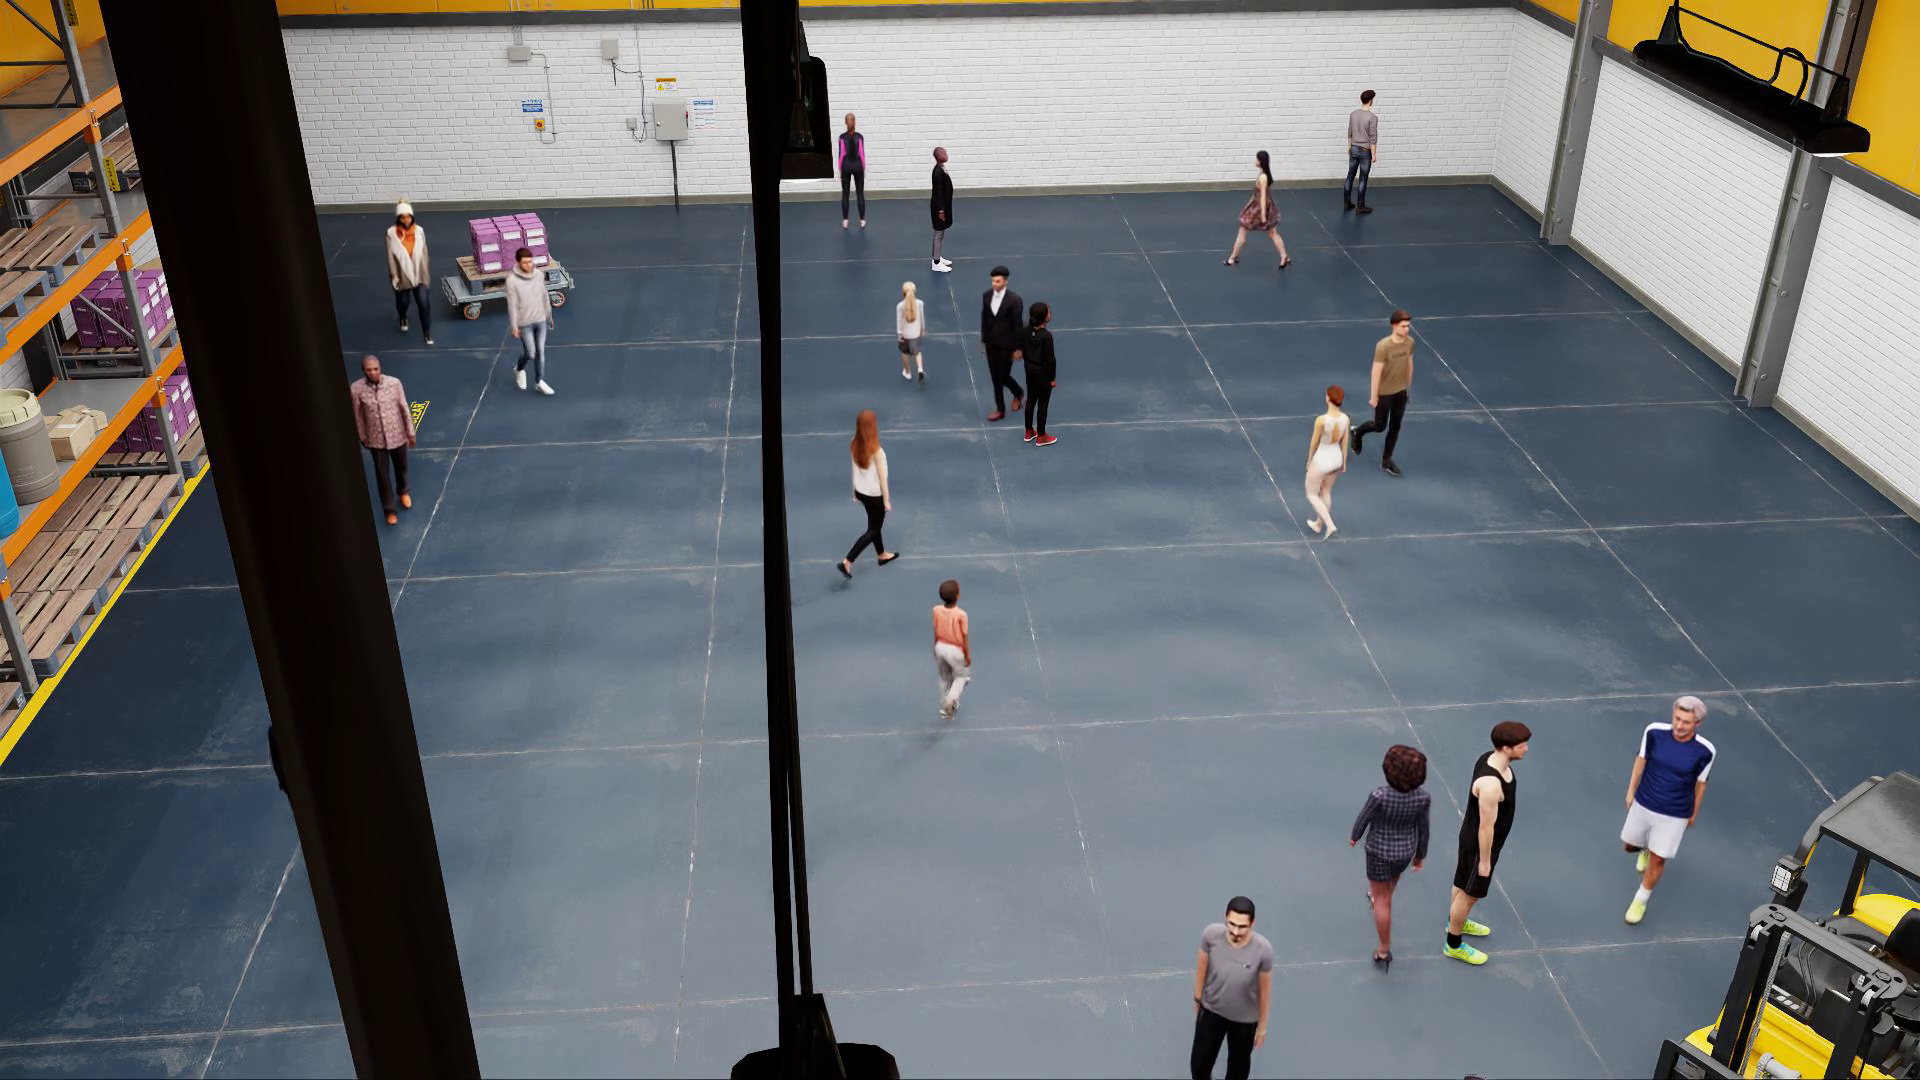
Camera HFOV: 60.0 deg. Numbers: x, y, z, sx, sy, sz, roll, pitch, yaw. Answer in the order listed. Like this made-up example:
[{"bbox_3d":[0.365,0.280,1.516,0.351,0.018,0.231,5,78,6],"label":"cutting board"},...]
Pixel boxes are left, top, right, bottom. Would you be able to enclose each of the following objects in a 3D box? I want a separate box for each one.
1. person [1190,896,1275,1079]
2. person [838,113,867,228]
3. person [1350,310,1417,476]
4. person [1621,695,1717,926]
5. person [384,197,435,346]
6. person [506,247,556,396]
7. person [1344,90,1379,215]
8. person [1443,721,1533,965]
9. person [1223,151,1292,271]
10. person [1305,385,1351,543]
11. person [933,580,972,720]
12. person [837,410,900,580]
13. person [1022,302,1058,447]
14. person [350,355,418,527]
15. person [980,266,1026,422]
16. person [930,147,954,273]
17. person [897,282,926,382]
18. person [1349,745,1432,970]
[{"bbox_3d":[1.642,2.776,9.998,0.707,1.744,0.733,8,30,15],"label":"person"},{"bbox_3d":[-1.656,-5.667,25.473,0.557,1.747,0.536,-2,29,-4],"label":"person"},{"bbox_3d":[4.594,-1.629,17.977,0.886,1.836,1.066,-14,32,-24],"label":"person"},{"bbox_3d":[4.950,1.818,11.669,0.972,1.825,1.049,19,34,31],"label":"person"},{"bbox_3d":[-7.072,-3.450,21.282,0.974,1.869,1.178,-16,32,-27],"label":"person"},{"bbox_3d":[-5.158,-2.632,19.812,0.970,1.841,0.907,24,36,36],"label":"person"},{"bbox_3d":[6.291,-6.096,26.095,0.833,1.904,0.739,-23,36,-36],"label":"person"},{"bbox_3d":[3.528,2.014,11.245,0.801,1.888,0.649,9,30,17],"label":"person"},{"bbox_3d":[4.362,-4.608,23.558,1.071,1.722,1.218,11,30,19],"label":"person"},{"bbox_3d":[3.682,-0.715,16.523,0.706,1.625,0.898,-12,31,-20],"label":"person"},{"bbox_3d":[-0.103,0.946,13.816,0.637,1.300,0.703,15,32,26],"label":"person"},{"bbox_3d":[-0.899,-0.405,15.875,1.024,1.700,1.055,-23,36,-35],"label":"person"},{"bbox_3d":[0.882,-1.863,18.574,0.668,1.675,0.744,26,38,38],"label":"person"},{"bbox_3d":[-5.882,-1.090,17.059,0.929,1.770,1.232,-12,31,-21],"label":"person"},{"bbox_3d":[0.534,-2.293,19.158,0.921,1.871,0.982,21,35,33],"label":"person"},{"bbox_3d":[-0.296,-4.746,23.770,0.728,1.761,0.531,1,29,2],"label":"person"},{"bbox_3d":[-0.578,-2.513,20.192,0.595,1.268,0.751,-9,30,-16],"label":"person"},{"bbox_3d":[2.911,2.179,11.173,0.613,1.666,0.964,-3,29,-5],"label":"person"}]
